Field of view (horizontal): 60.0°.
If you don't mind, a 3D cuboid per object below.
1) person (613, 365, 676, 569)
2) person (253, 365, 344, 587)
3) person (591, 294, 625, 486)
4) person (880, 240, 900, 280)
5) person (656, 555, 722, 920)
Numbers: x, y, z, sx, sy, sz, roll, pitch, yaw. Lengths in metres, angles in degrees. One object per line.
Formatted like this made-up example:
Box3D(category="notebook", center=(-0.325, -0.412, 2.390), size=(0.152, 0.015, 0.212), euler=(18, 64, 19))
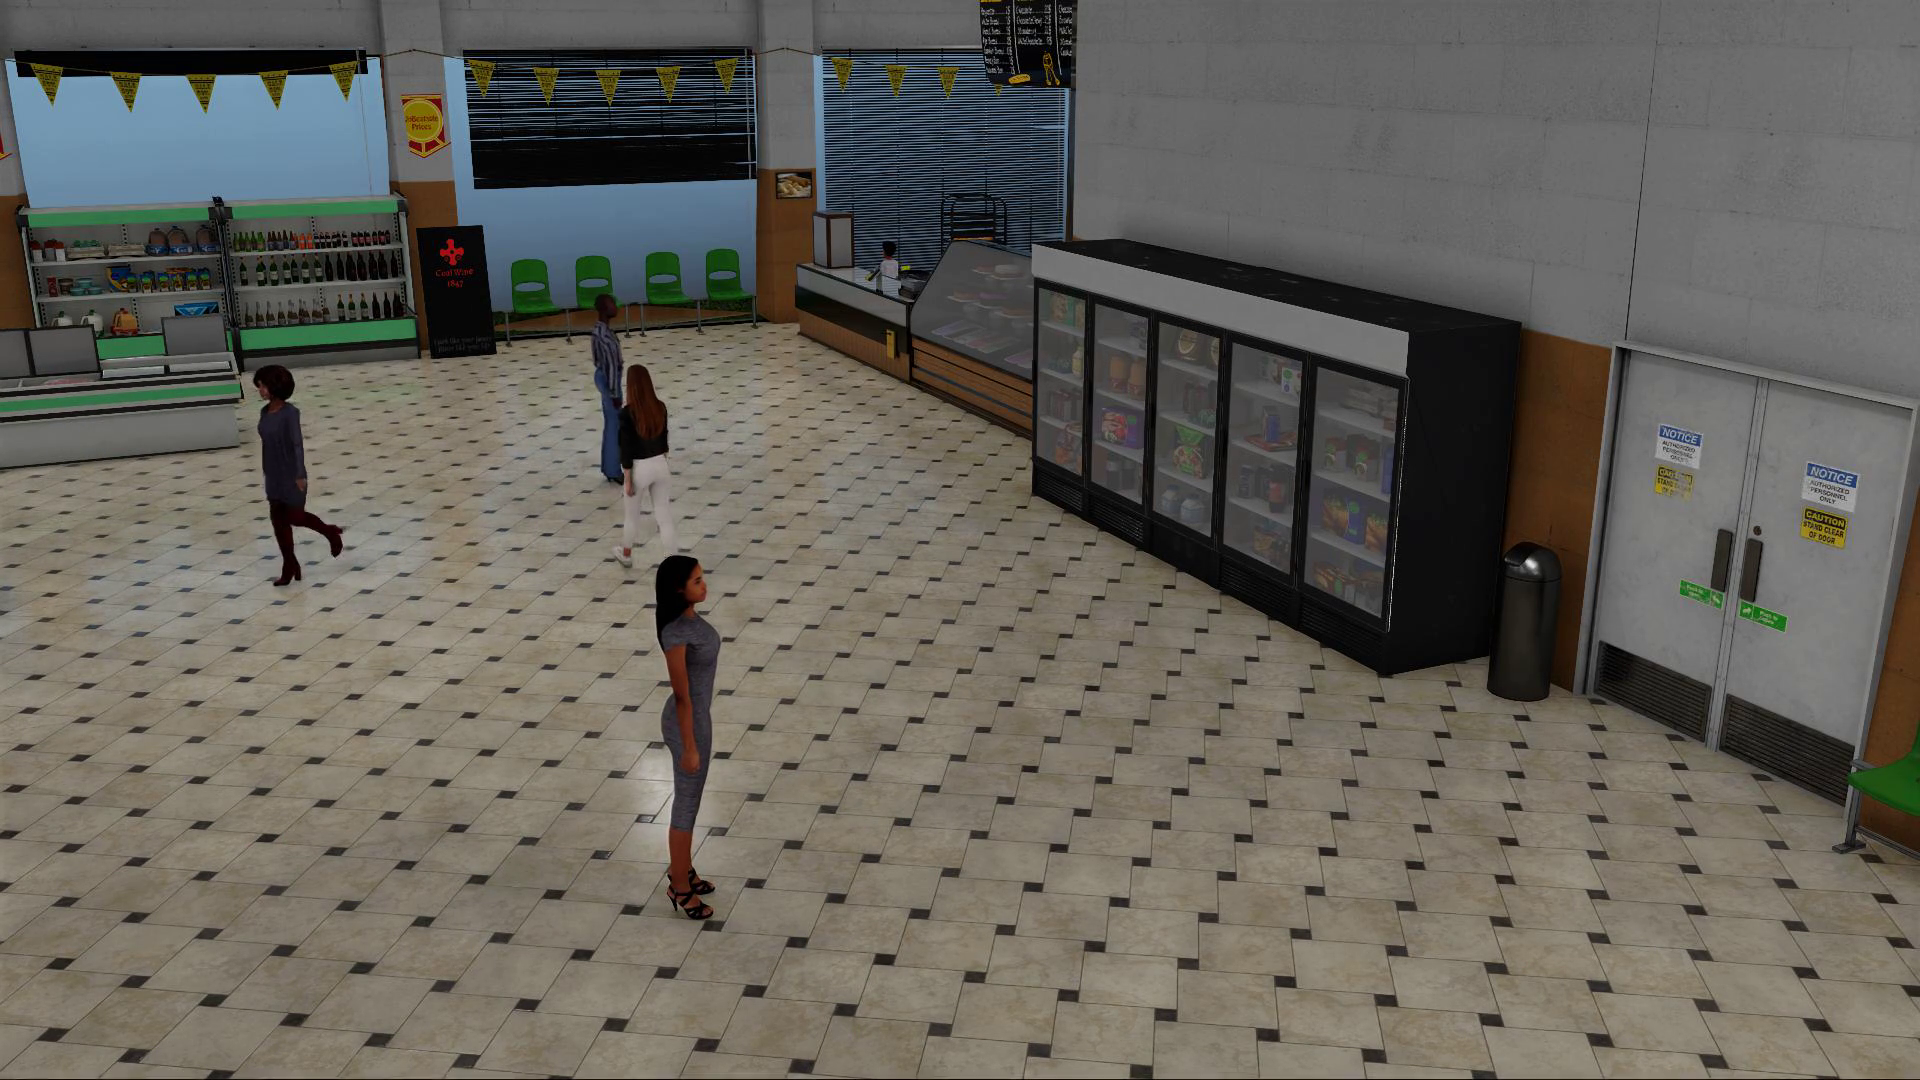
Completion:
Box3D(category="person", center=(-2.347, -0.471, 12.694), size=(1.027, 1.670, 0.784), euler=(-11, 20, -32))
Box3D(category="person", center=(-5.091, -0.497, 12.738), size=(0.857, 1.694, 0.969), euler=(10, 20, 30))
Box3D(category="person", center=(-3.305, -1.413, 15.583), size=(0.567, 1.794, 0.663), euler=(-5, 18, -16))
Box3D(category="person", center=(-1.016, -3.684, 23.979), size=(0.508, 1.262, 0.602), euler=(-14, 22, -39))
Box3D(category="person", center=(-1.300, 0.924, 7.912), size=(0.657, 1.781, 0.665), euler=(-1, 17, -3))
